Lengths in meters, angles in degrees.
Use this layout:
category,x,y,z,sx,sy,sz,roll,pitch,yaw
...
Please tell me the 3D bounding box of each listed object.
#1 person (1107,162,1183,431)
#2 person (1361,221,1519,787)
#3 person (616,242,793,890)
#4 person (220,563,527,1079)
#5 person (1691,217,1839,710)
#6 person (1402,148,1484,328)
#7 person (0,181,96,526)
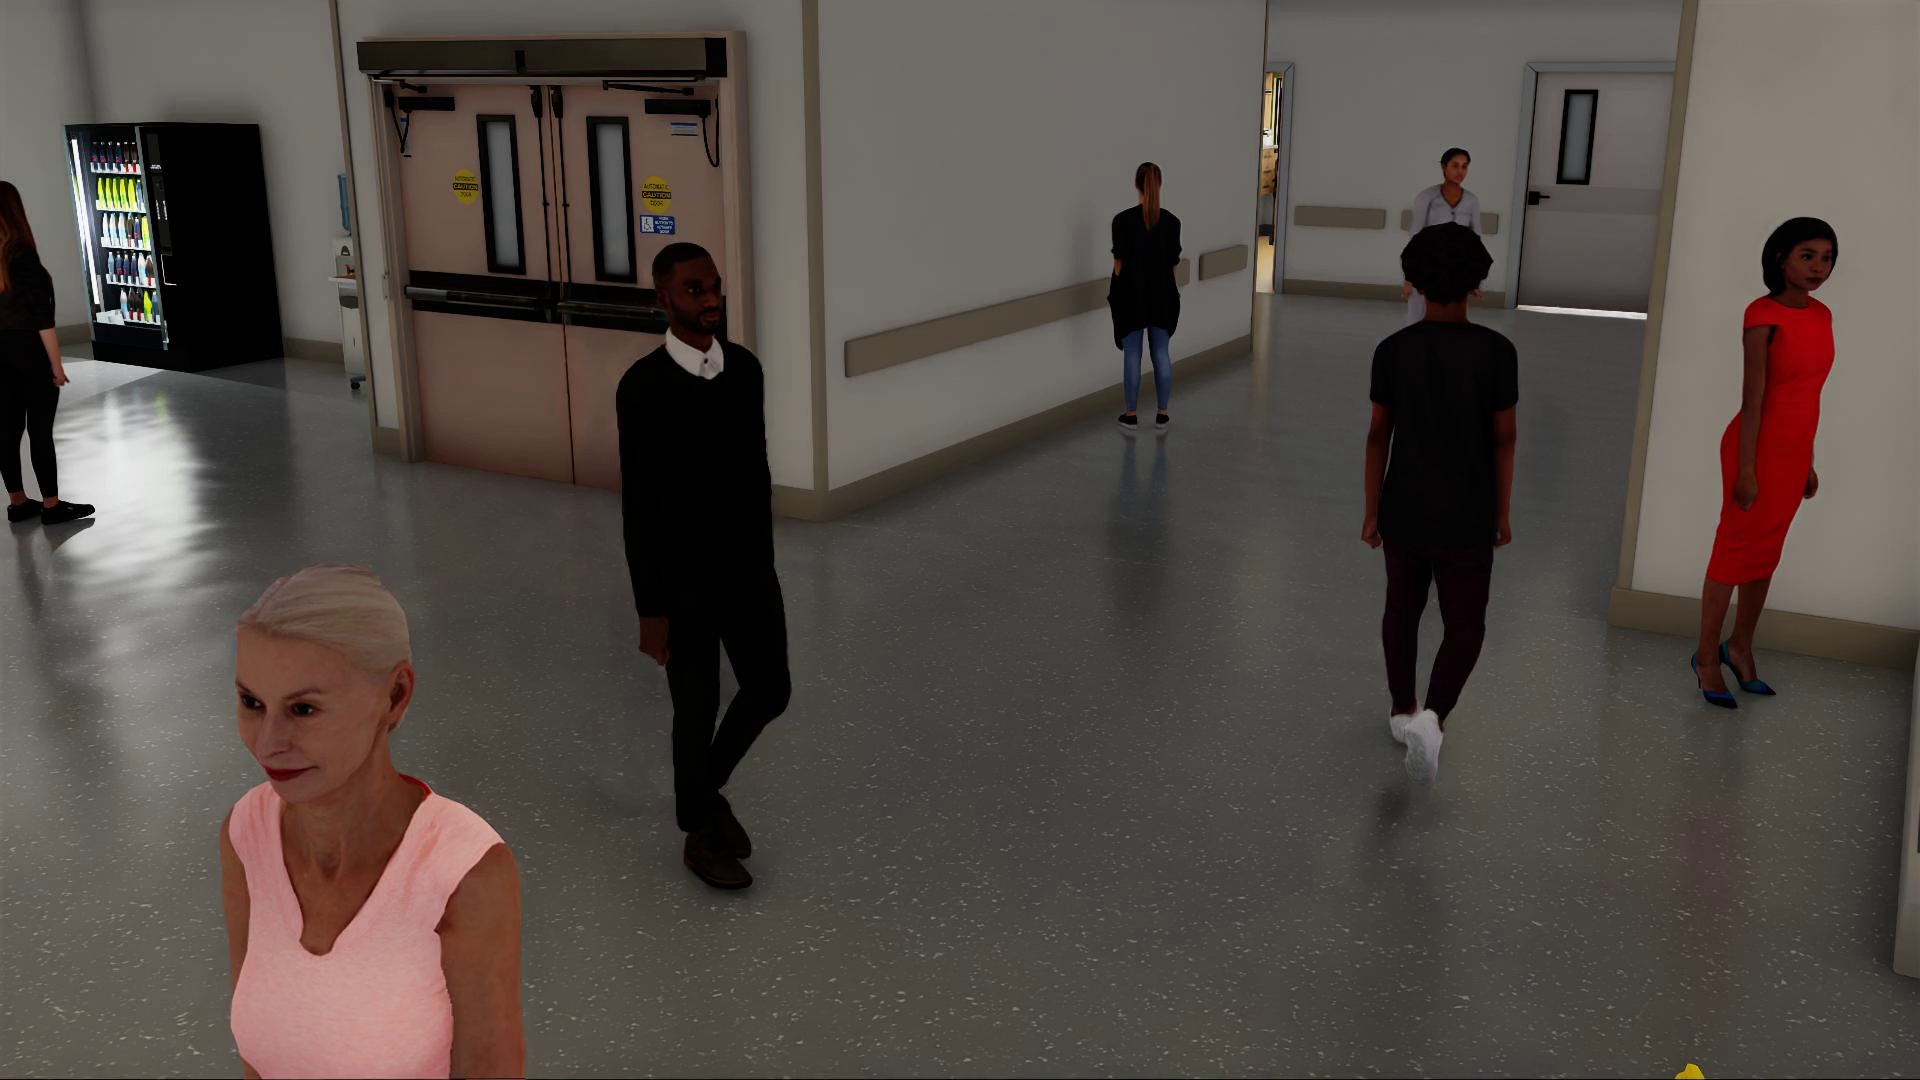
category,x,y,z,sx,sy,sz,roll,pitch,yaw
person,1.180,-1.546,10.579,0.679,1.683,0.781,-1,16,-3
person,1.516,-0.097,5.299,0.954,1.759,0.695,8,18,26
person,-0.766,0.076,4.614,0.742,1.798,0.726,-15,21,-42
person,-0.682,0.842,2.042,0.476,1.720,0.628,6,17,21
person,2.884,-0.272,5.951,0.641,1.743,0.656,-9,18,-29
person,3.297,-1.821,11.470,0.785,1.730,0.879,0,16,1
person,-4.739,-0.935,8.358,0.521,1.713,0.695,5,17,18
